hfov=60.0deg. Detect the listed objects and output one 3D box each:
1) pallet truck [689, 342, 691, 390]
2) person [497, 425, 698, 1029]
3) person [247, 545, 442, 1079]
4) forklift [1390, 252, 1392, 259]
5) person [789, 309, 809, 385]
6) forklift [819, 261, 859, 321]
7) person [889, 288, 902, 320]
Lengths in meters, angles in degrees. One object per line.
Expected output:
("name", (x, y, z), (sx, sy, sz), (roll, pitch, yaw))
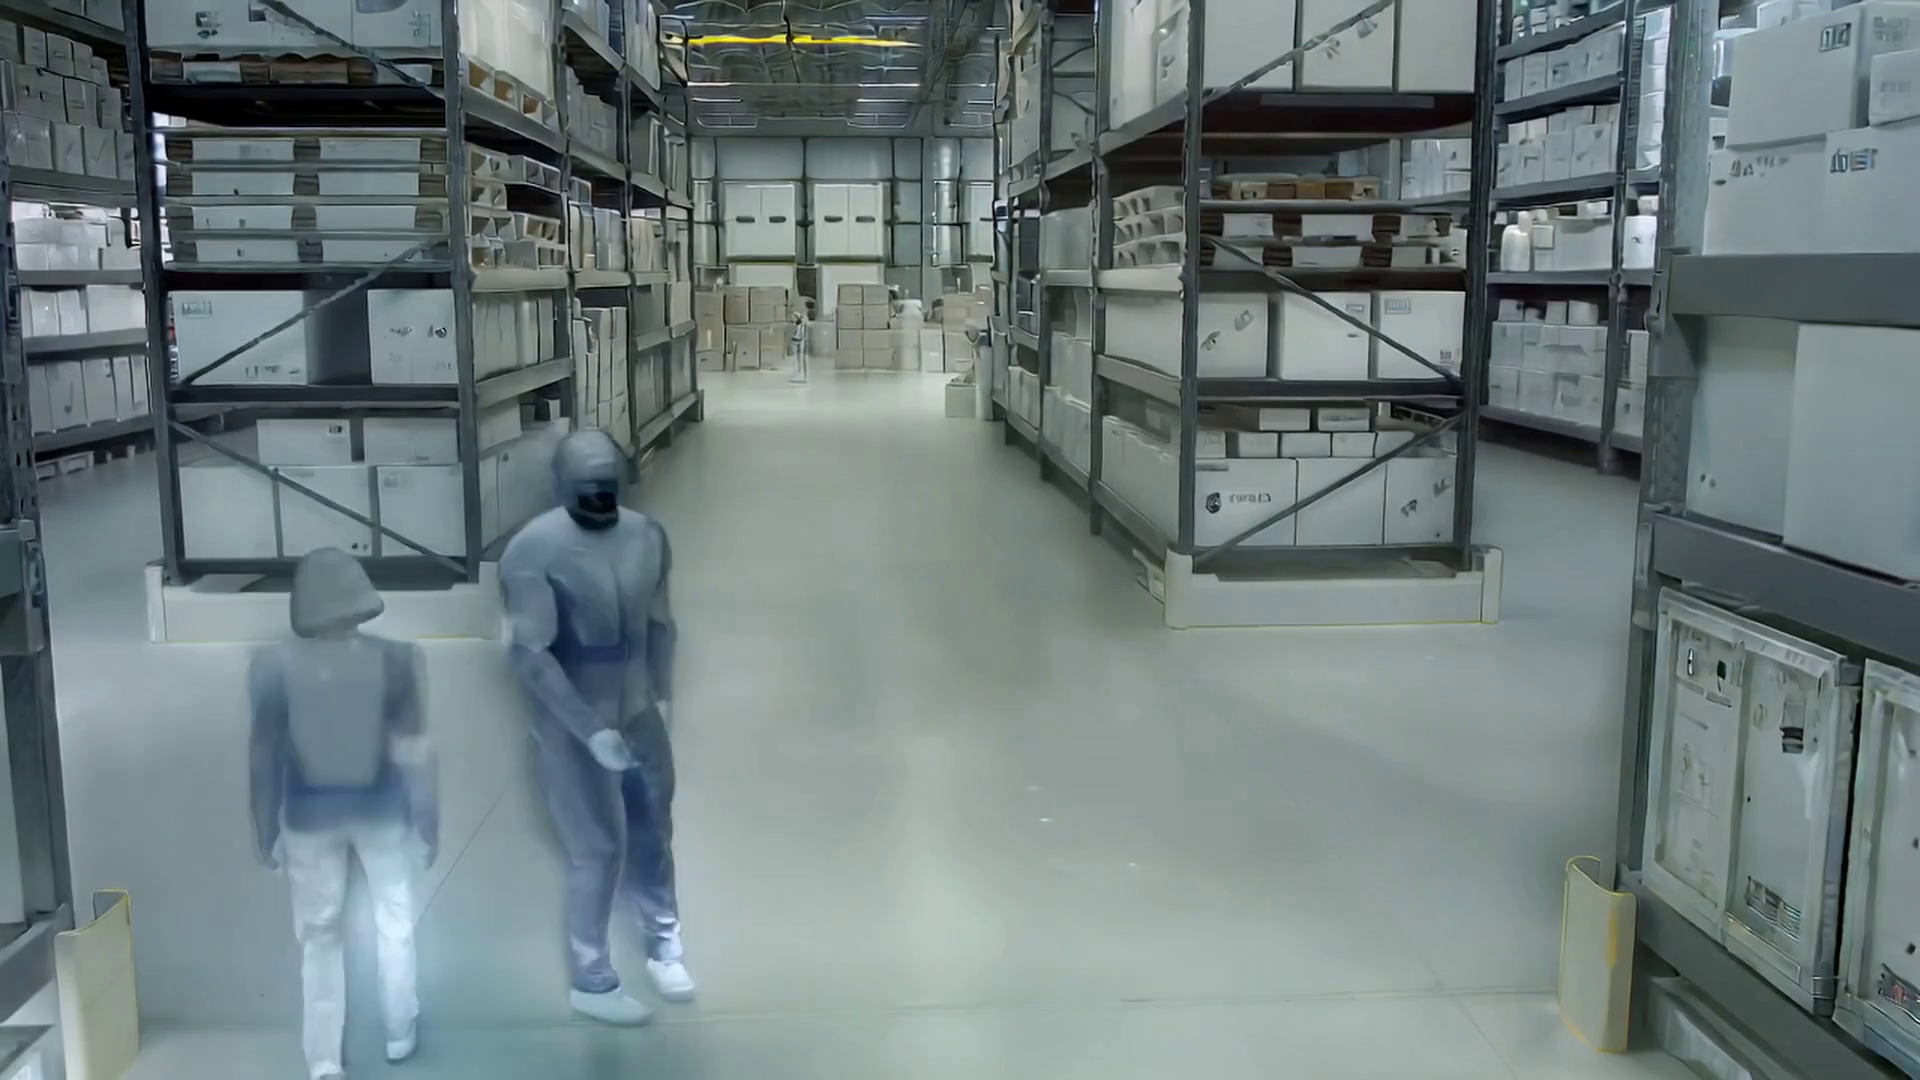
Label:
("pallet truck", (-5.225, -3.008, 27.480), (1.885, 1.965, 0.823), (2, 9, 14))
("person", (-1.074, 0.596, 5.162), (0.543, 1.902, 0.653), (8, 12, 40))
("person", (-1.729, 0.814, 4.712), (0.513, 1.605, 0.696), (-3, 10, -19))
("forklift", (8.627, -4.428, 33.633), (1.129, 2.768, 1.873), (-1, 9, -4))
("person", (-3.470, -4.171, 35.912), (0.524, 1.636, 0.308), (8, 12, 43))
("forklift", (-3.792, -7.756, 54.530), (1.129, 2.768, 1.873), (-5, 10, -29))
("person", (-2.297, -7.808, 57.856), (0.639, 1.927, 0.387), (3, 10, 20))
